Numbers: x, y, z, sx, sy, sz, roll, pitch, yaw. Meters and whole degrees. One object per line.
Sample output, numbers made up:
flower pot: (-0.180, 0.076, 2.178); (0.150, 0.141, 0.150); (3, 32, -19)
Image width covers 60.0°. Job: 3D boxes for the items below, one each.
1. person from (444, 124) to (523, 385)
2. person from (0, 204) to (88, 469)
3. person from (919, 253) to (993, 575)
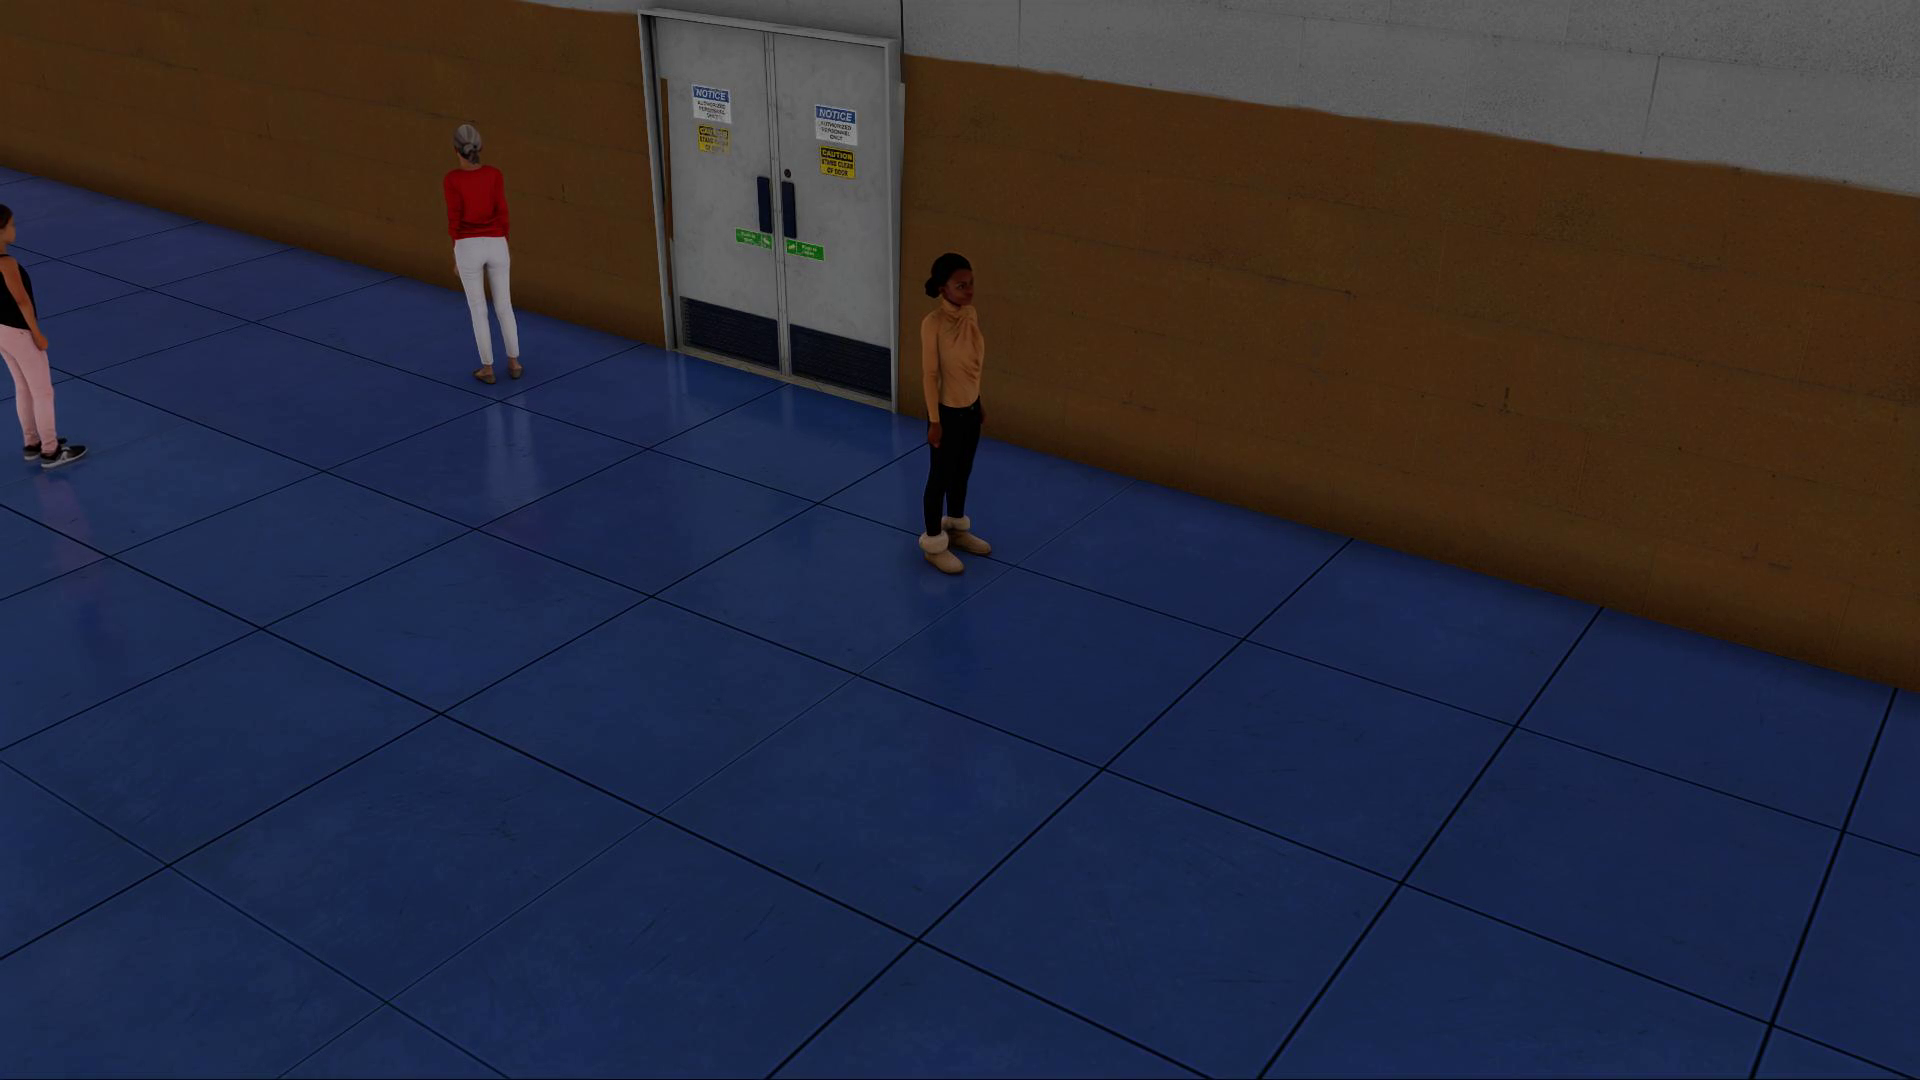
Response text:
person: (-3.095, -1.848, 10.779); (0.597, 1.694, 0.696); (-15, 31, -27)
person: (-5.438, -1.173, 9.596); (0.520, 1.560, 0.511); (17, 31, 29)
person: (-0.036, -0.660, 8.473); (0.647, 1.660, 0.475); (18, 32, 31)
